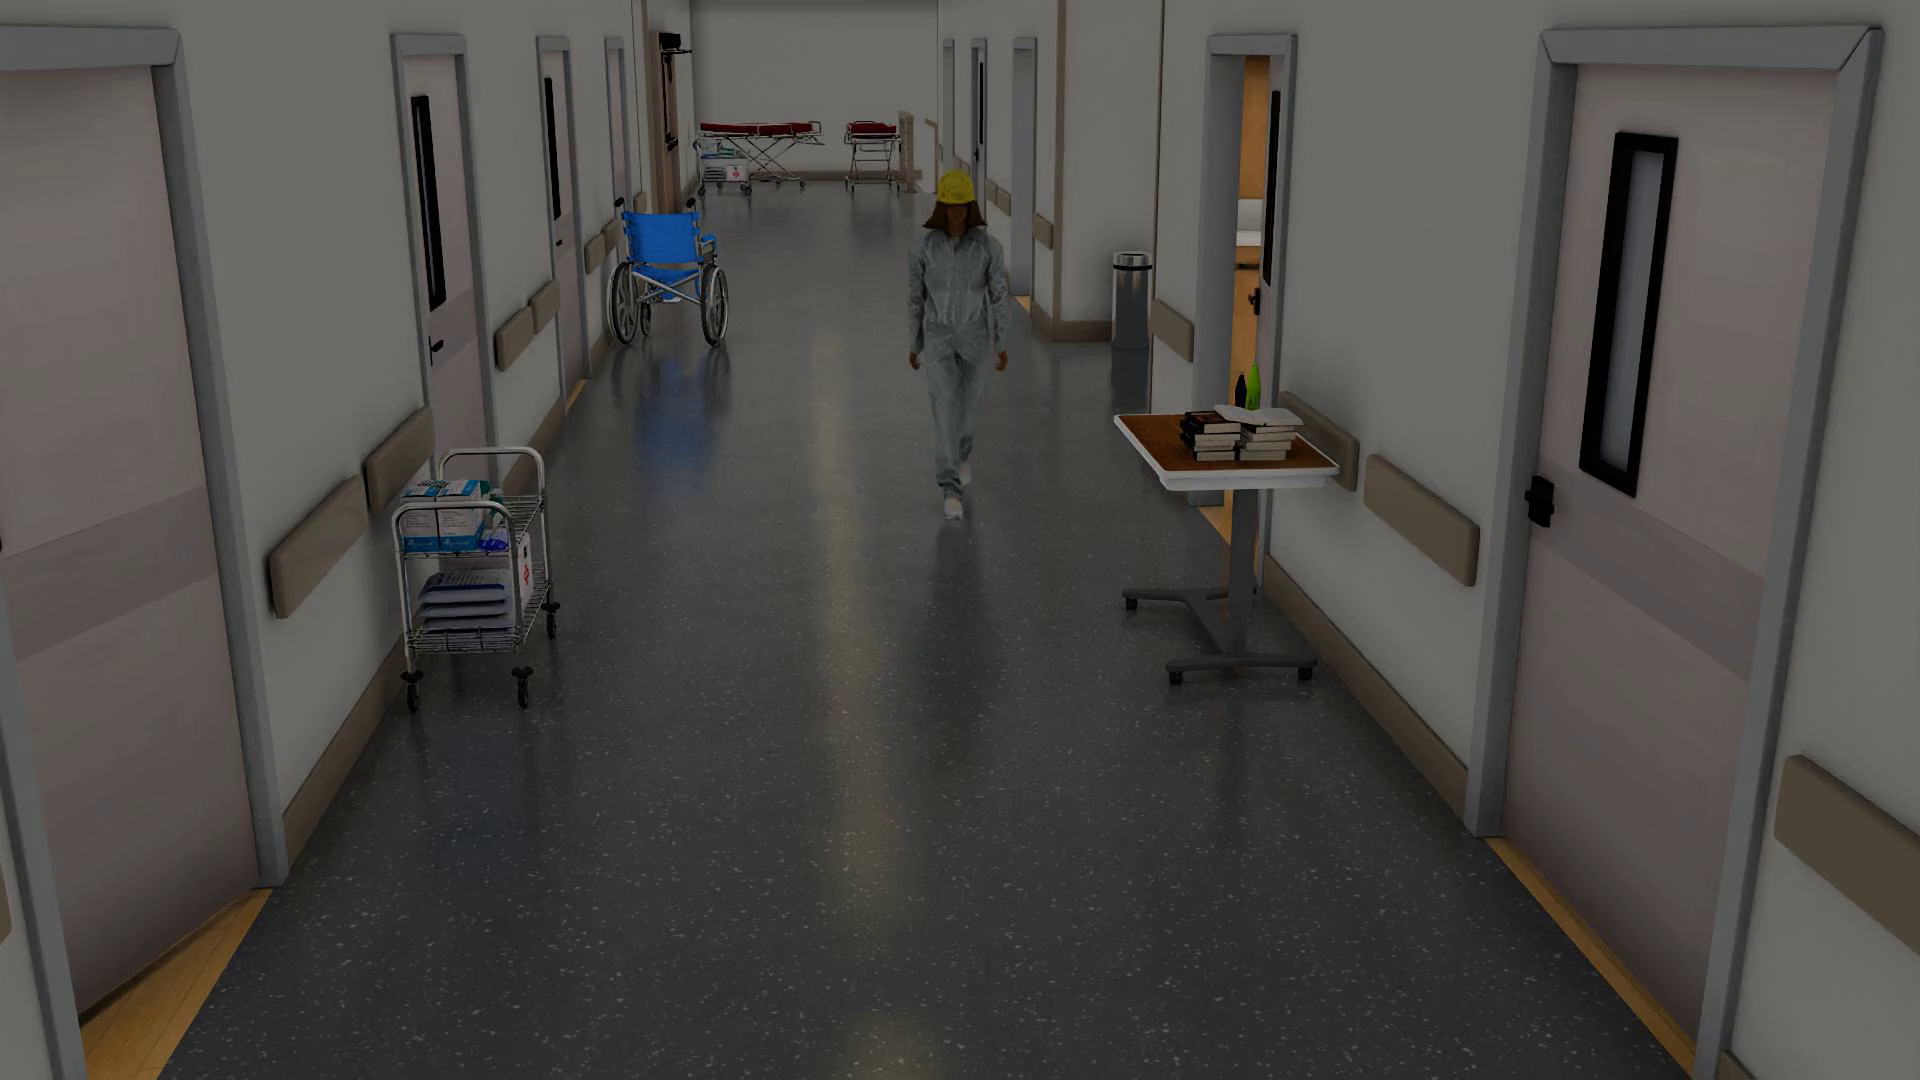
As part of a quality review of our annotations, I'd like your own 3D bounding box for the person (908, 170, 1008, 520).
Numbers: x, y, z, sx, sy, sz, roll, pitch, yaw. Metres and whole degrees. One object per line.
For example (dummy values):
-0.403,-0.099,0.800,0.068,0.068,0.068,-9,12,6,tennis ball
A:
-0.015,-1.032,8.491,0.498,1.696,0.926,-2,17,-8,person
